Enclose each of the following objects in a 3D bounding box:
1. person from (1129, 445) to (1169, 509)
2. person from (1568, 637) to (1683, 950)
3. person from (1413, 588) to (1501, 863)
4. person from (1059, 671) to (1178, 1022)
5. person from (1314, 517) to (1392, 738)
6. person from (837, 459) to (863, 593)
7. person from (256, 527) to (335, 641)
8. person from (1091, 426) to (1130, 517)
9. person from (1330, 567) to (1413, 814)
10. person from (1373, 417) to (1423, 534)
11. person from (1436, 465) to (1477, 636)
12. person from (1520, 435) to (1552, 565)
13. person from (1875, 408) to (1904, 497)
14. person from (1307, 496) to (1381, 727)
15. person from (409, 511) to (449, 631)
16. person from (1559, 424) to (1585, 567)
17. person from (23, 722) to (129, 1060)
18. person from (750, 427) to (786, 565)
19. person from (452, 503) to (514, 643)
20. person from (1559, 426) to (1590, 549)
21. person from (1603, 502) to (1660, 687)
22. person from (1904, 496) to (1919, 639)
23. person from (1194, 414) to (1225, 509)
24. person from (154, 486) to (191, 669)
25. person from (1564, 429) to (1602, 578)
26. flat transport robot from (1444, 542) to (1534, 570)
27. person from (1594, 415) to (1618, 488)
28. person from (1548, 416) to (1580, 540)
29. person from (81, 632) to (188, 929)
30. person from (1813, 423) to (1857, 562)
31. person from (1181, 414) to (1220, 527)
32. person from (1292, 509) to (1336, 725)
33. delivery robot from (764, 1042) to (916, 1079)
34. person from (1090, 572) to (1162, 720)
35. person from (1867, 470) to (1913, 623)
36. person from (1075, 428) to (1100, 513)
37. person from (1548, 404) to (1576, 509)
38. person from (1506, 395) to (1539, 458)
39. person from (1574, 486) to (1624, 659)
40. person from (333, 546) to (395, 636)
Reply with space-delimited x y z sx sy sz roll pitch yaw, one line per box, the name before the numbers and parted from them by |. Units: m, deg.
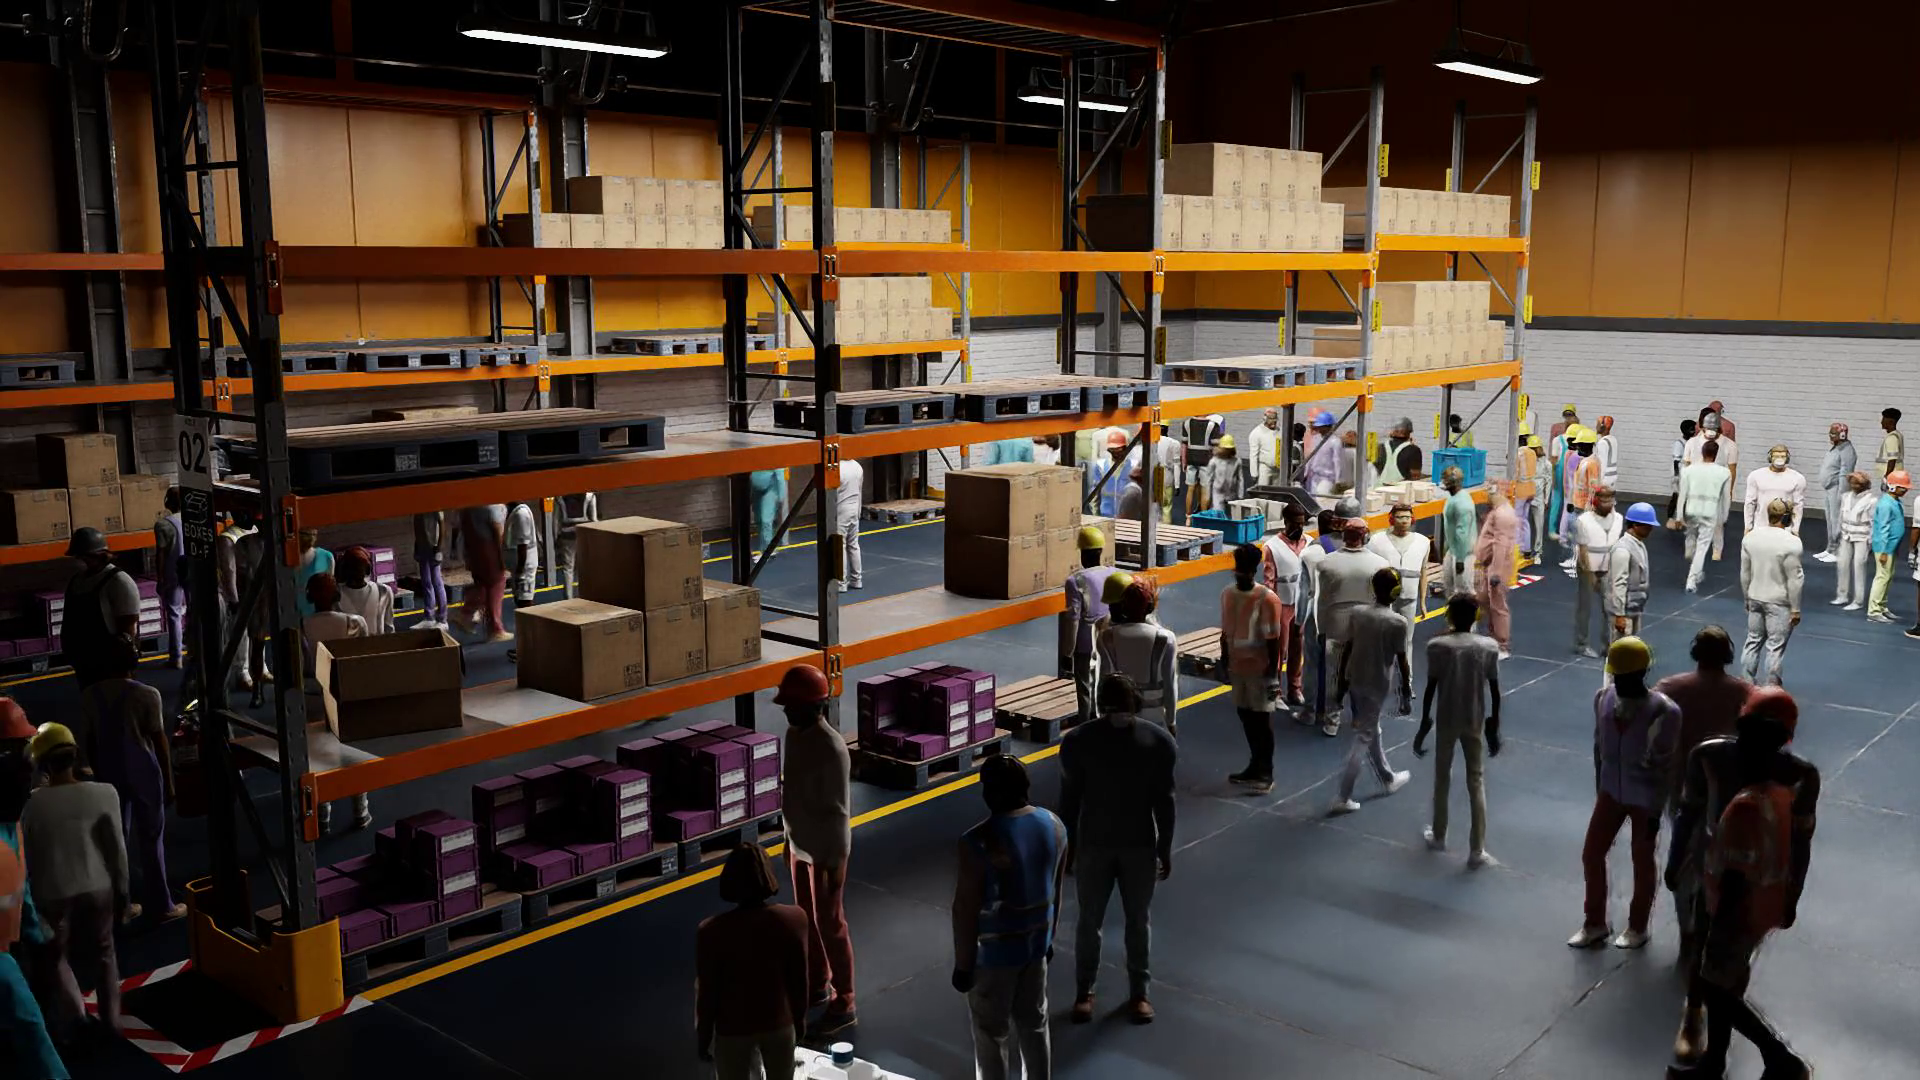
person | 2.542 -0.649 22.497 0.400 1.926 0.562 -8 12 -40
person | 3.885 1.502 9.729 0.682 1.898 0.589 -7 12 -38
person | 3.410 1.252 11.385 0.566 1.867 0.415 1 10 5
person | 0.843 1.631 8.890 0.627 1.931 0.375 0 10 2
person | 3.347 0.754 14.186 0.641 1.908 0.407 3 10 17
person | -1.463 -0.303 20.527 0.403 1.900 0.645 6 11 32
person | -5.860 0.710 14.713 0.686 1.819 0.571 -4 10 -24
person | 2.230 -1.022 24.691 0.591 1.944 0.990 0 10 -2
person | 3.102 1.103 12.390 0.993 1.808 0.518 -7 12 -38
person | 5.849 -0.672 22.296 0.777 2.000 0.717 -9 13 -42
person | 5.302 0.160 17.717 0.419 1.925 0.639 1 10 6
person | 7.689 -0.540 22.396 0.493 1.743 0.295 5 11 28
person | 13.462 -0.940 24.115 0.372 1.966 0.603 6 11 33
person | 3.382 0.614 14.619 0.683 2.000 0.538 5 11 29
person | -5.847 0.090 18.249 0.507 1.874 0.329 8 12 40
person | 8.212 -0.590 22.193 0.407 1.917 0.591 6 11 34
person | -4.499 1.794 8.448 0.539 1.744 0.549 -8 12 -38
person | -2.700 -0.588 22.379 0.725 1.846 0.882 5 11 29
person | -5.034 0.087 17.766 0.601 2.000 0.685 -8 12 -39
person | 8.766 -0.744 23.580 0.527 1.760 0.343 -5 11 -28
person | 5.993 0.618 14.908 0.423 1.935 0.614 7 12 37
person | 10.533 0.104 17.928 0.610 1.958 0.367 0 10 0
person | 4.103 -1.433 27.418 0.567 1.847 0.389 5 11 29
person | -7.802 0.374 16.675 0.355 1.836 0.514 8 12 39
person | 8.037 -0.469 21.418 0.367 1.926 0.594 2 10 10
flat transport robot | 6.900 0.198 22.377 1.431 0.197 0.652 7 12 37
person | 9.188 -0.839 23.764 0.356 1.883 0.573 7 12 36
person | 8.873 -0.904 24.302 0.523 1.834 0.368 -2 10 -10
person | -5.040 1.464 10.128 0.508 1.847 0.345 1 10 3
person | 11.879 -0.645 22.576 0.401 1.900 0.642 2 10 12
person | 3.682 -1.188 25.421 0.611 2.032 0.411 5 11 28
person | 3.220 0.683 14.623 0.598 1.906 0.414 -3 10 -17
delivery robot | -0.529 2.505 7.479 0.707 0.478 0.477 5 11 29
person | 1.156 1.161 11.737 0.592 1.913 0.399 7 12 38
person | 10.493 0.072 18.759 0.354 1.738 0.573 8 12 39
person | 2.017 -1.311 26.961 0.528 1.761 0.339 1 10 3
person | 9.897 -1.348 27.186 0.542 1.754 0.336 2 10 14
person | 9.377 -1.500 27.746 0.574 1.876 0.355 -3 10 -18
person | 6.510 0.347 16.913 0.568 1.807 0.679 -3 10 -15
person | -4.664 0.975 12.922 0.573 1.887 0.354 -6 11 -31
